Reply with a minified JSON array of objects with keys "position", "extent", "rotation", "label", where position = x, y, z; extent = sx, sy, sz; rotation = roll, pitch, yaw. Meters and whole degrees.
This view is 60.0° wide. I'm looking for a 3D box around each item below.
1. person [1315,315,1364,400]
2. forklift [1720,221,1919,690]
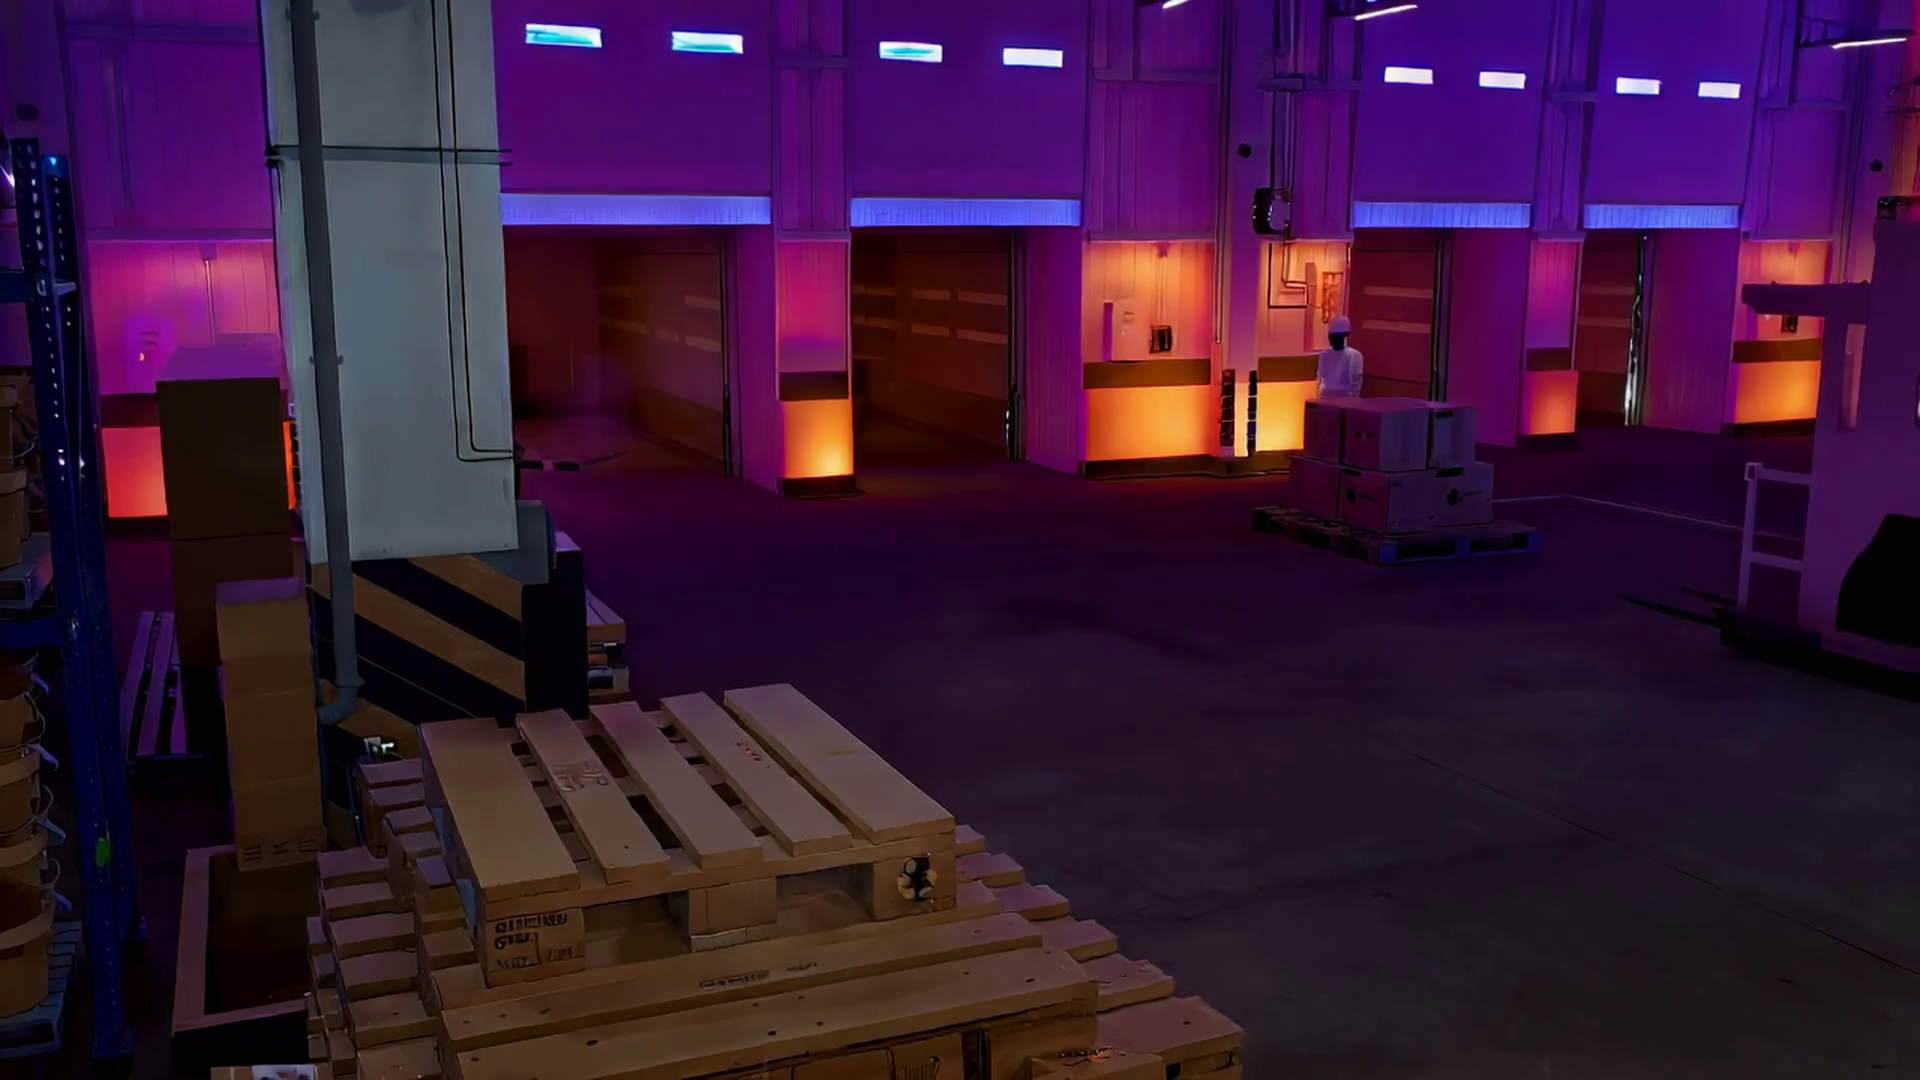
[{"position":[3.930,-1.380,17.393],"extent":[0.375,1.935,0.550],"rotation":[-10,14,-43],"label":"person"},{"position":[5.954,-0.550,10.217],"extent":[1.129,2.768,1.873],"rotation":[-4,11,-23],"label":"forklift"}]
